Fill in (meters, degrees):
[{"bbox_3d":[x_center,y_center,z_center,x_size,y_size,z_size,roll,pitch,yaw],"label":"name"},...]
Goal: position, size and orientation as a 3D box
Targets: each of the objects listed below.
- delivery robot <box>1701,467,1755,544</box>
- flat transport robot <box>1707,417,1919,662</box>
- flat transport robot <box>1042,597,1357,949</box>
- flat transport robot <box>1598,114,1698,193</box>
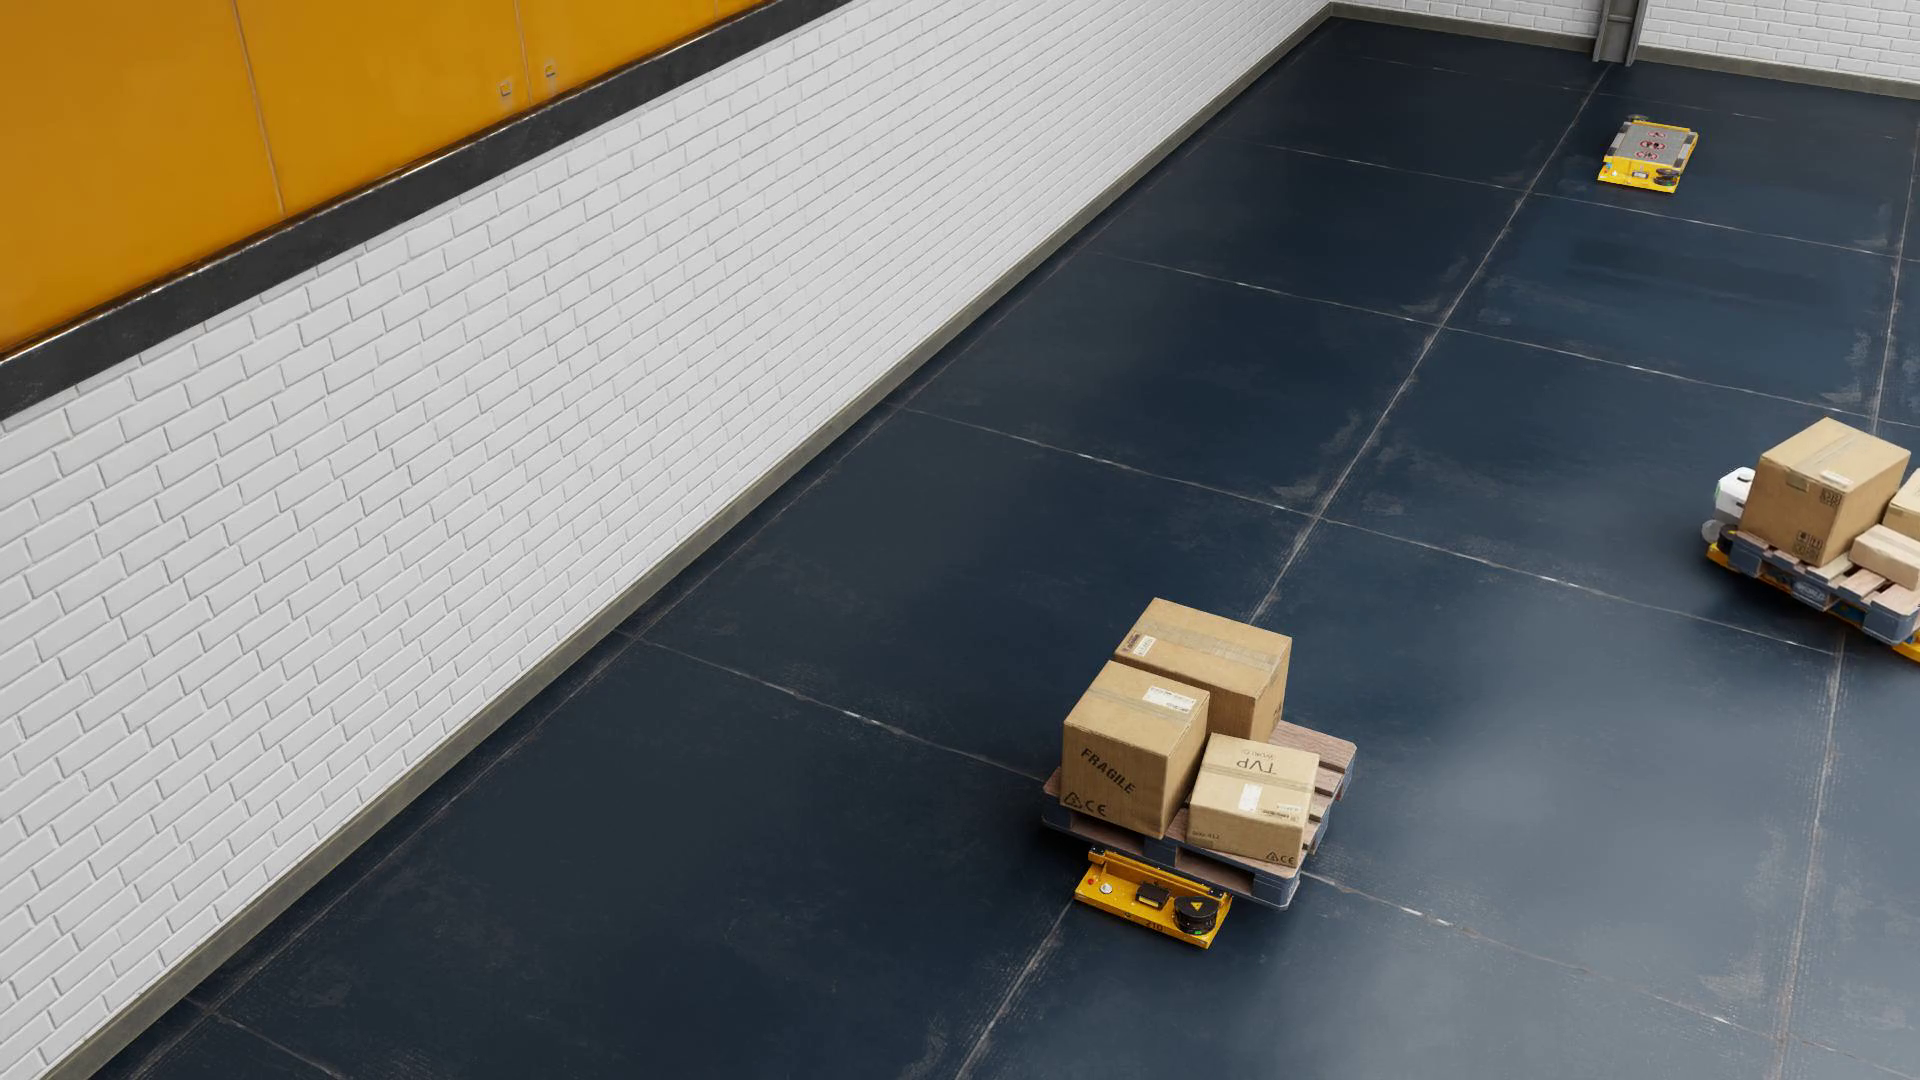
[{"bbox_3d":[4.876,-0.104,9.892,0.499,0.612,0.815,-23,40,-30],"label":"delivery robot"},{"bbox_3d":[5.166,0.239,9.622,0.659,0.231,1.431,-23,40,-31],"label":"flat transport robot"},{"bbox_3d":[1.147,1.328,8.002,0.659,0.231,1.431,17,37,23],"label":"flat transport robot"},{"bbox_3d":[6.331,-3.546,15.253,0.659,0.231,1.431,17,37,23],"label":"flat transport robot"}]
